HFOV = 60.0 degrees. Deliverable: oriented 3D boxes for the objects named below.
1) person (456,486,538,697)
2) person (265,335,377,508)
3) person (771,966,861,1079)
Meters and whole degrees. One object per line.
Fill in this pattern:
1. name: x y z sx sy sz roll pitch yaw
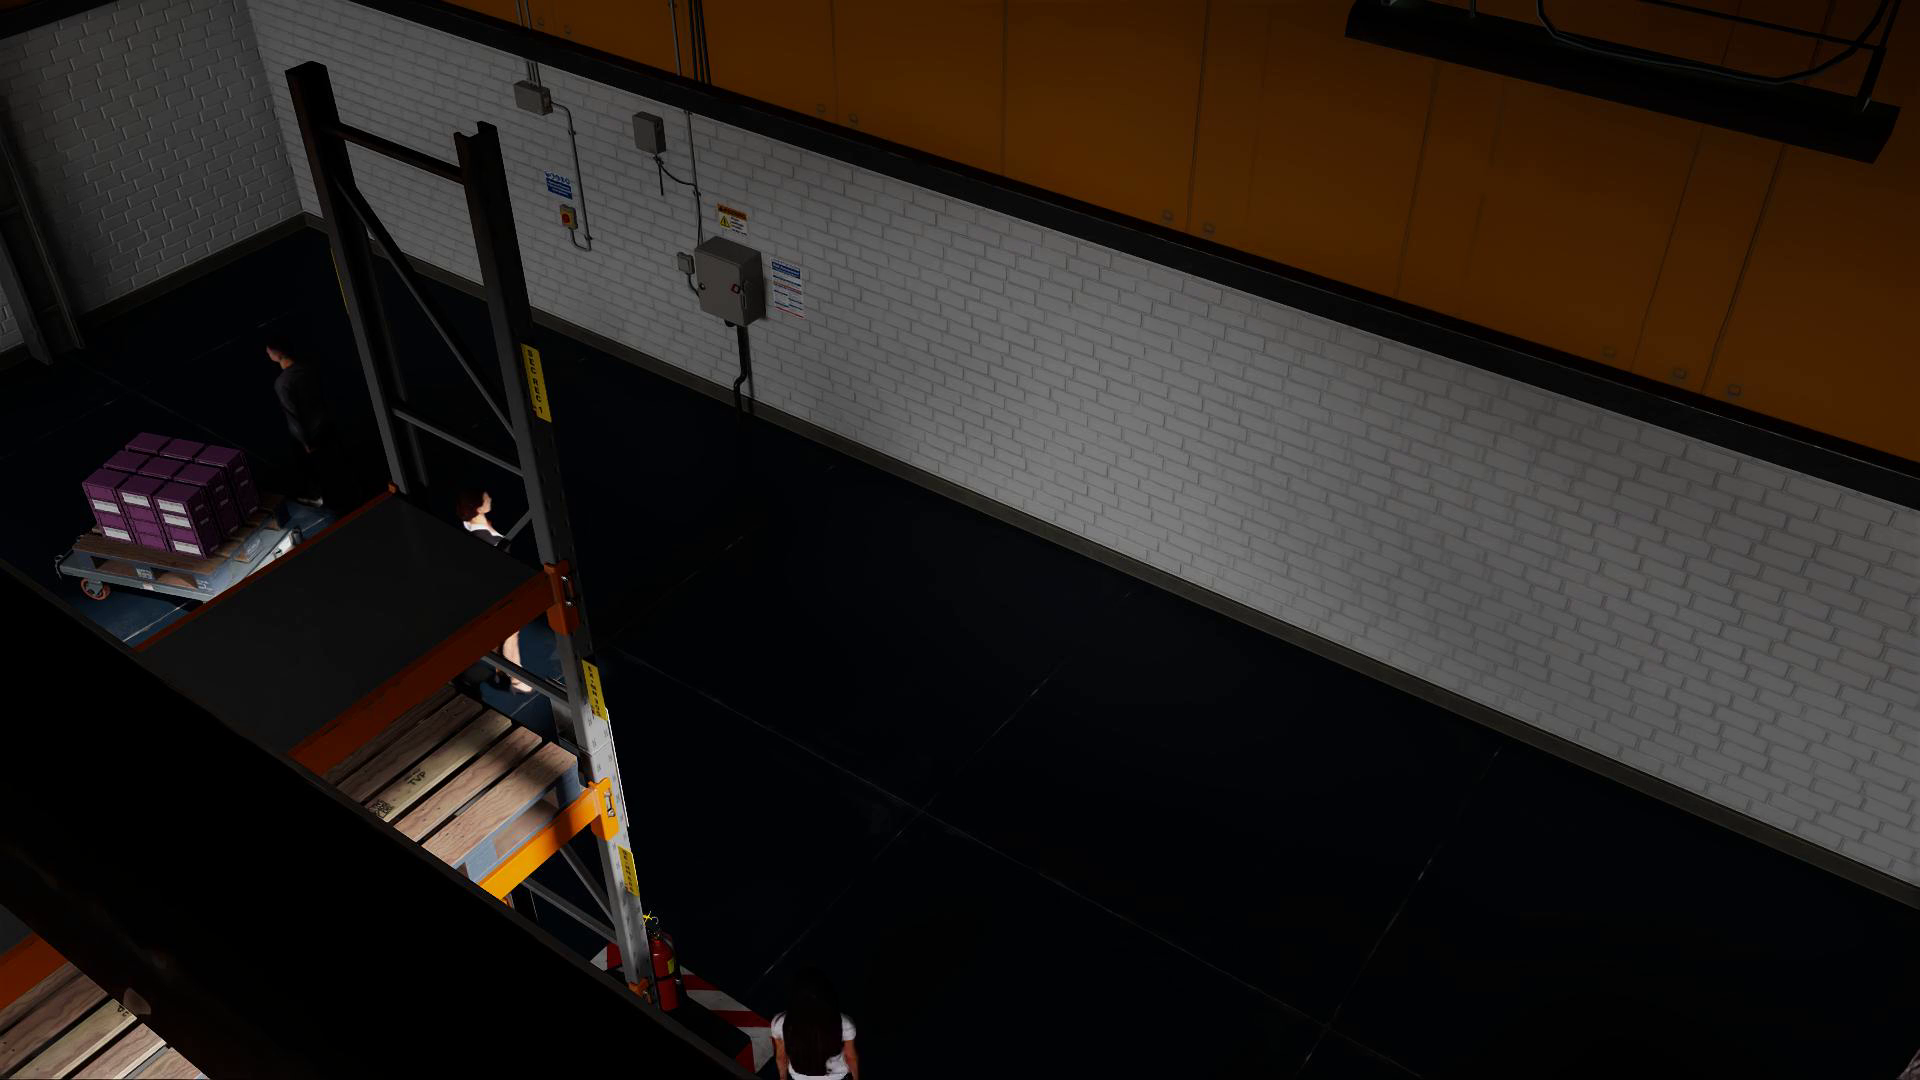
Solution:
1. person: -3.265 0.371 11.650 0.552 1.795 0.619 -31 48 -33
2. person: -5.091 -0.873 13.261 0.783 1.729 1.124 20 43 23
3. person: -0.725 2.876 8.539 0.845 1.763 0.938 1 39 1
